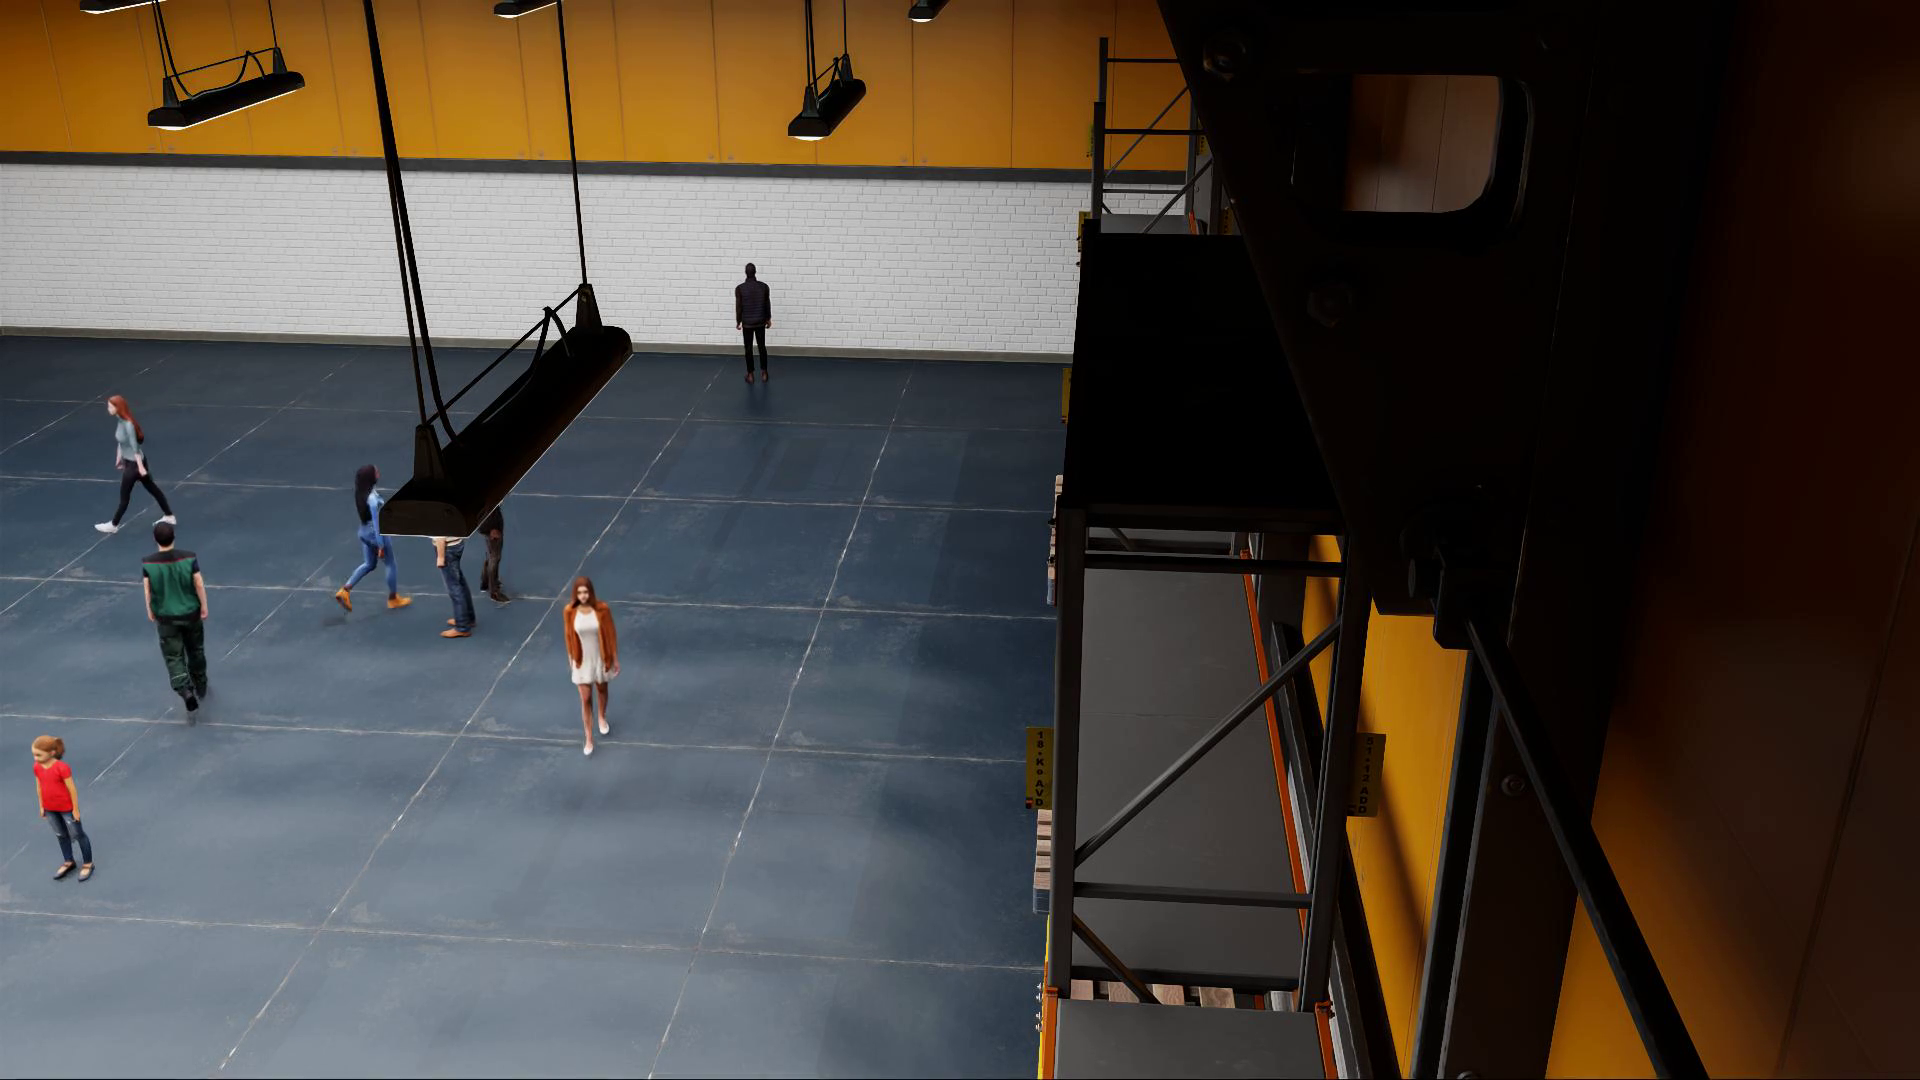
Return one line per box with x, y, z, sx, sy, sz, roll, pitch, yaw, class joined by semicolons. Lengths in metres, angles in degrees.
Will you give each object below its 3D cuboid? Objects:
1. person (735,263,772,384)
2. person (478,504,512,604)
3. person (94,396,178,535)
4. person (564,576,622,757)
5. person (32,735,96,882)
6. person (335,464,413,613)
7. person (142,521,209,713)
-3.145;-3.313;25.293;0.775;1.835;0.724;-8;25;-17;person
-5.128;-0.157;18.147;0.856;1.776;0.653;1;24;2;person
-9.796;-0.898;19.941;1.097;1.697;1.127;-14;27;-29;person
-3.409;1.068;15.456;0.812;1.686;1.053;-5;24;-12;person
-7.268;2.146;13.460;0.500;1.310;0.481;4;24;9;person
-6.365;0.028;17.834;1.106;1.688;1.025;-18;29;-35;person
-7.499;0.754;15.942;1.047;1.873;1.198;-12;26;-26;person
